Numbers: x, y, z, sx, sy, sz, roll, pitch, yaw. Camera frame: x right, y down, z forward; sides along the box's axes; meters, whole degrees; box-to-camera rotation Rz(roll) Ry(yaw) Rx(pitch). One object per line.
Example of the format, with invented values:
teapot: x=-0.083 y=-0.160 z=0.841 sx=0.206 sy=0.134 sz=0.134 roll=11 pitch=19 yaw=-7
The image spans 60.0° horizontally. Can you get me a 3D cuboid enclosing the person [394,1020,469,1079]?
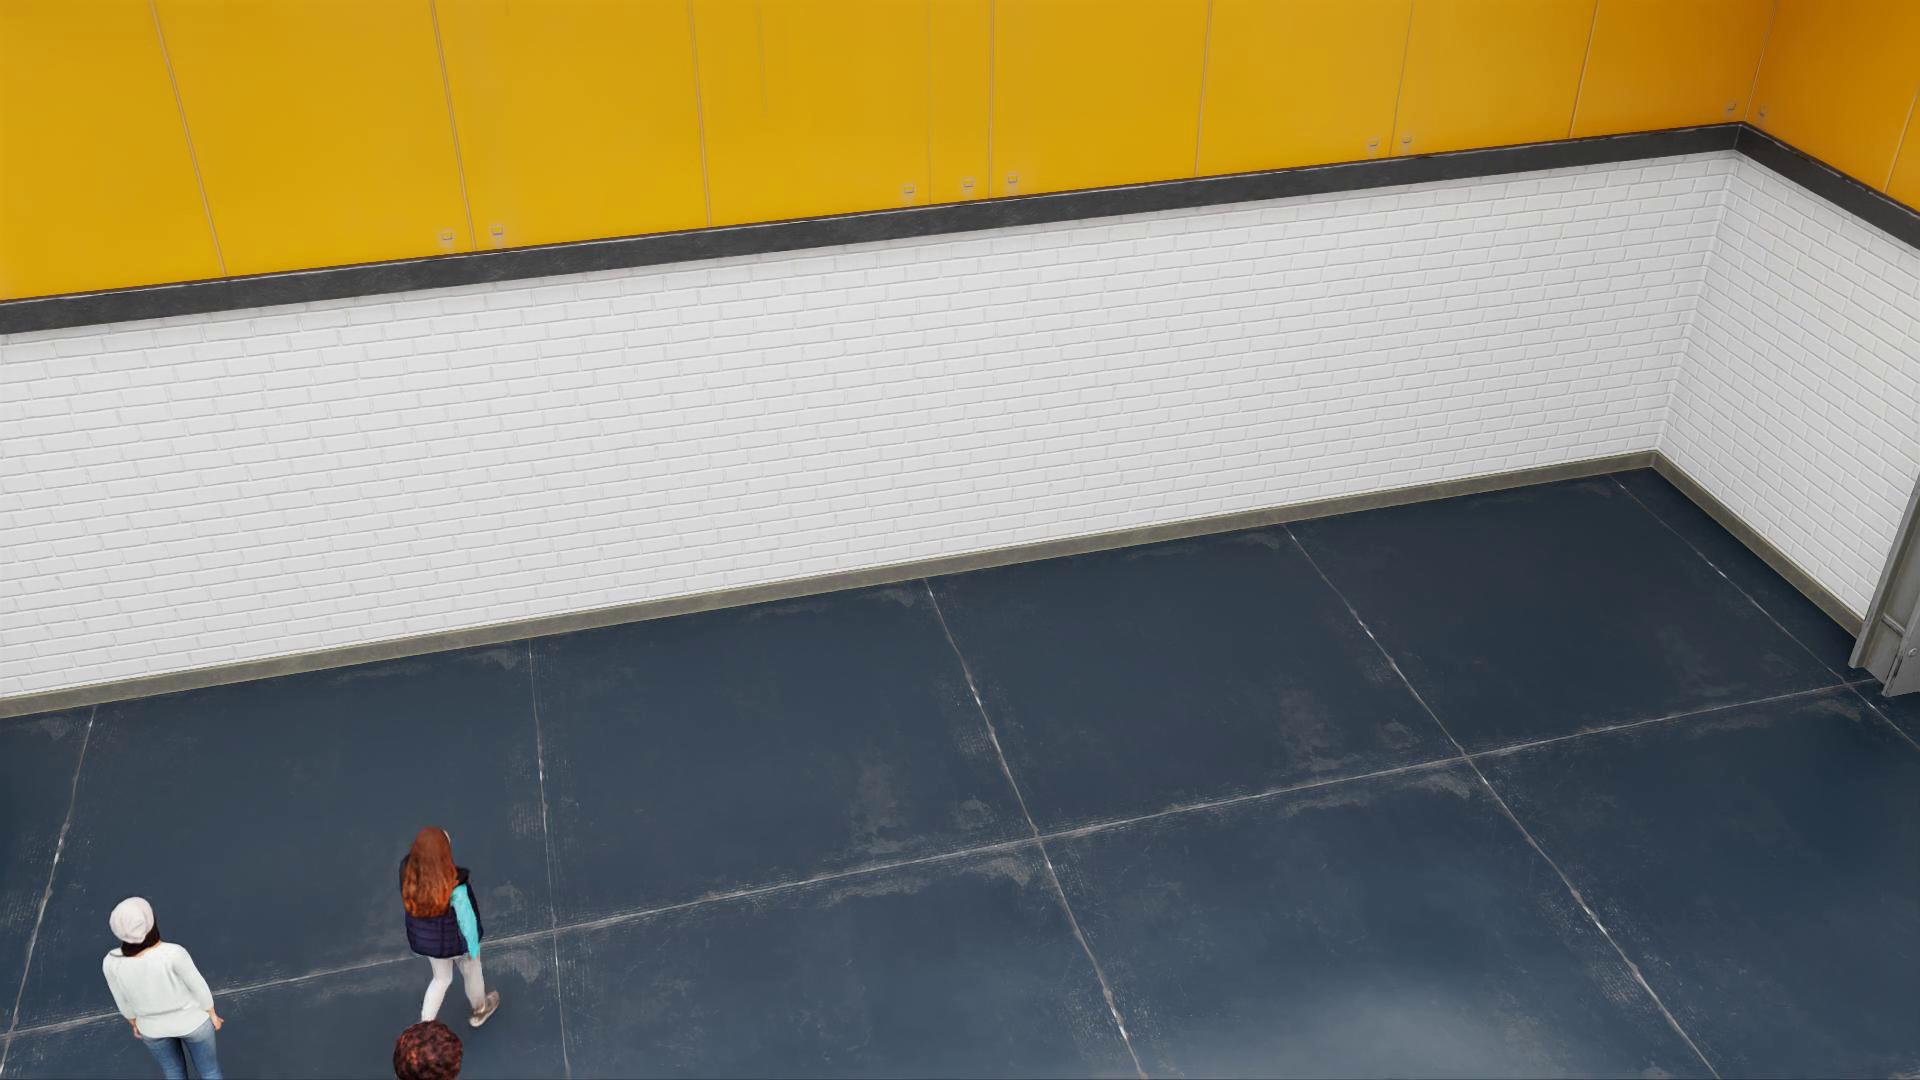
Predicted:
person: x=-2.277 y=2.820 z=7.527 sx=0.664 sy=1.709 sz=0.644 roll=5 pitch=34 yaw=8

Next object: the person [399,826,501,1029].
person: x=-2.750 y=2.128 z=8.771 sx=0.845 sy=1.483 sz=0.952 roll=12 pitch=36 yaw=18

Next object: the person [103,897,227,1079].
person: x=-3.904 y=2.375 z=8.255 sx=0.589 sy=1.644 sz=0.529 roll=-5 pitch=34 yaw=-7
